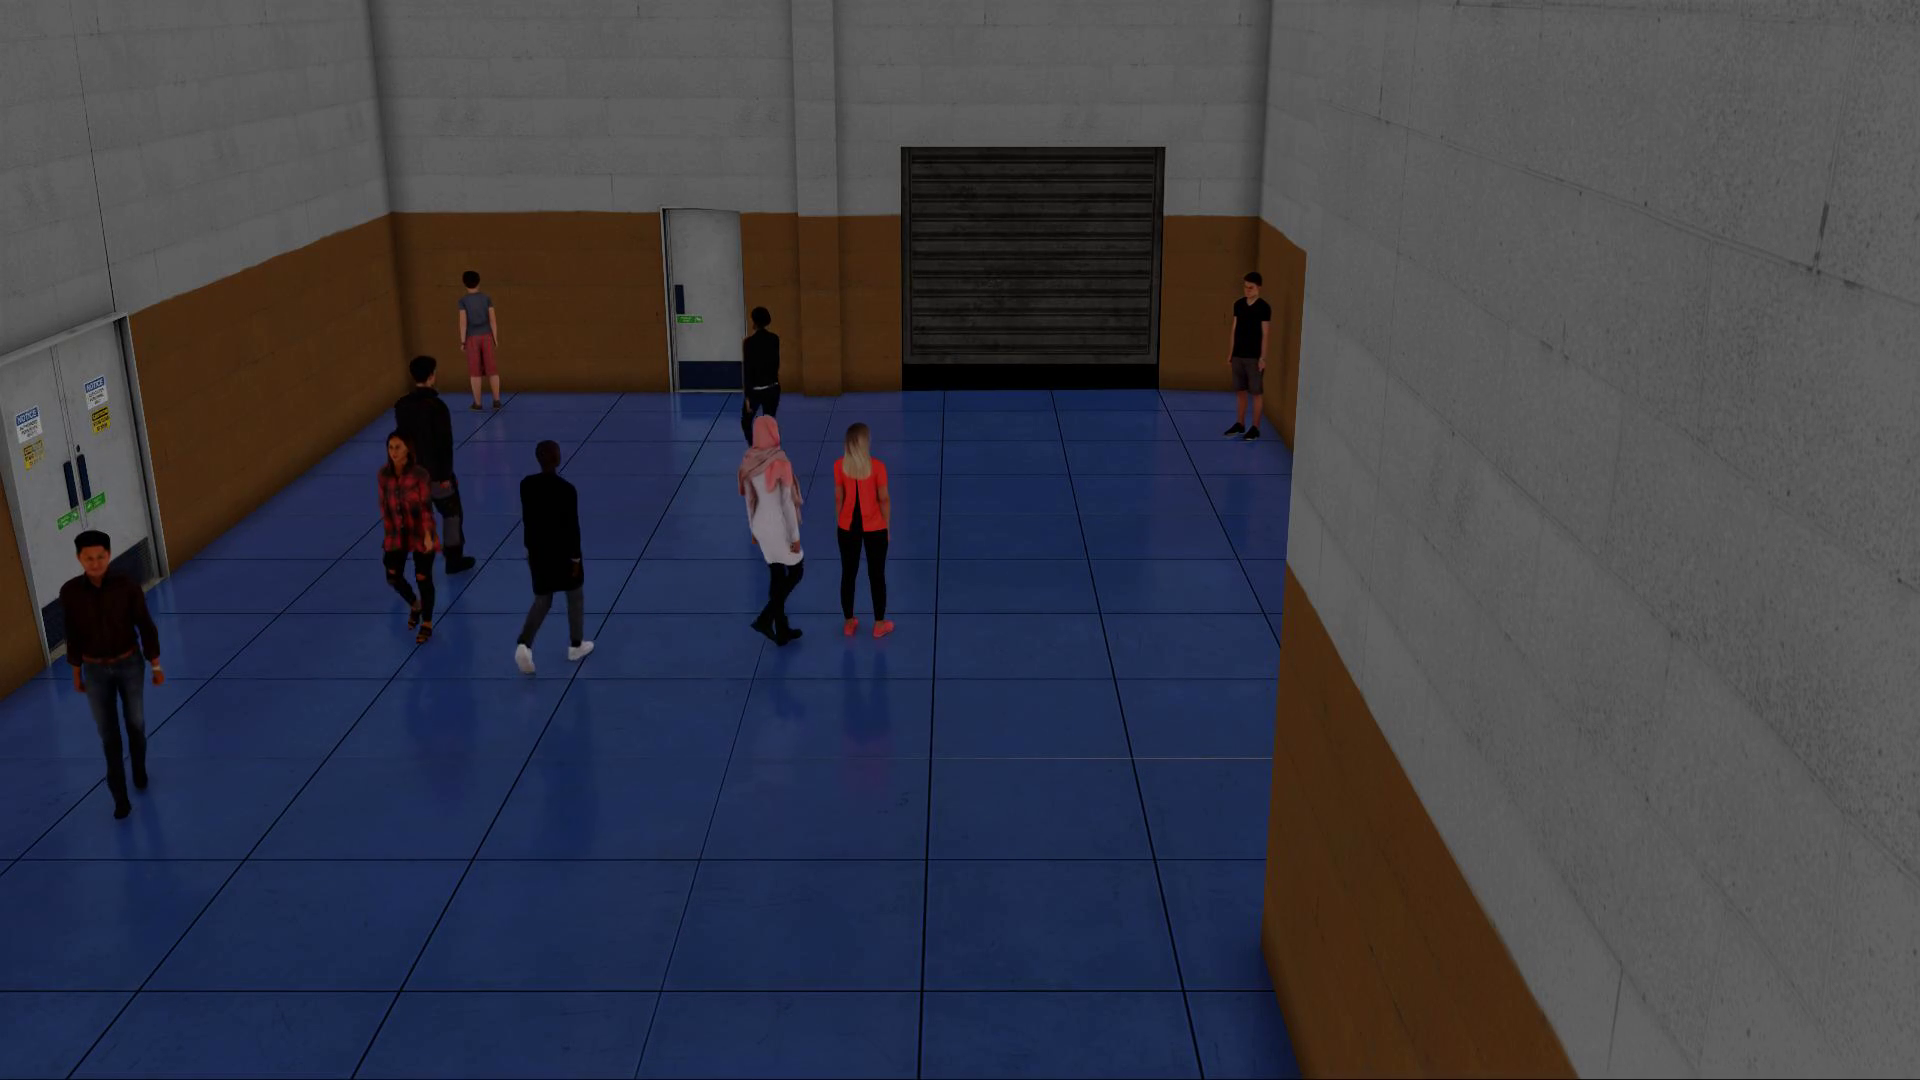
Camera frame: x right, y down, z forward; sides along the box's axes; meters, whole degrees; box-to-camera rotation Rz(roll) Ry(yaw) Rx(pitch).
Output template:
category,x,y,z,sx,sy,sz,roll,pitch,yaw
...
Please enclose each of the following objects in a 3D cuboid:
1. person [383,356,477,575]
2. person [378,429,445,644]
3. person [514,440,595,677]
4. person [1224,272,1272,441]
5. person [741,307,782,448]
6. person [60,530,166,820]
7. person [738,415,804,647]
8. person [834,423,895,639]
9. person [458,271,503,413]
category,x,y,z,sx,sy,sz,roll,pitch,yaw
person,-4.511,-0.550,13.925,1.202,1.913,1.067,8,20,22
person,-4.179,-0.048,12.779,0.608,1.693,0.709,3,19,8
person,-3.019,0.149,12.125,1.104,1.737,0.943,6,20,18
person,3.232,-2.061,18.486,0.803,1.861,0.755,-16,24,-39
person,-1.908,-1.396,16.571,0.708,1.825,0.783,-13,23,-34
person,-5.209,0.769,10.266,1.032,1.749,0.976,-8,20,-22
person,-1.473,-0.025,12.578,0.898,1.779,0.961,16,24,39
person,-0.758,-0.079,12.870,0.557,1.694,0.705,5,19,14
person,-5.687,-2.353,19.664,0.603,1.649,0.721,-9,21,-25
